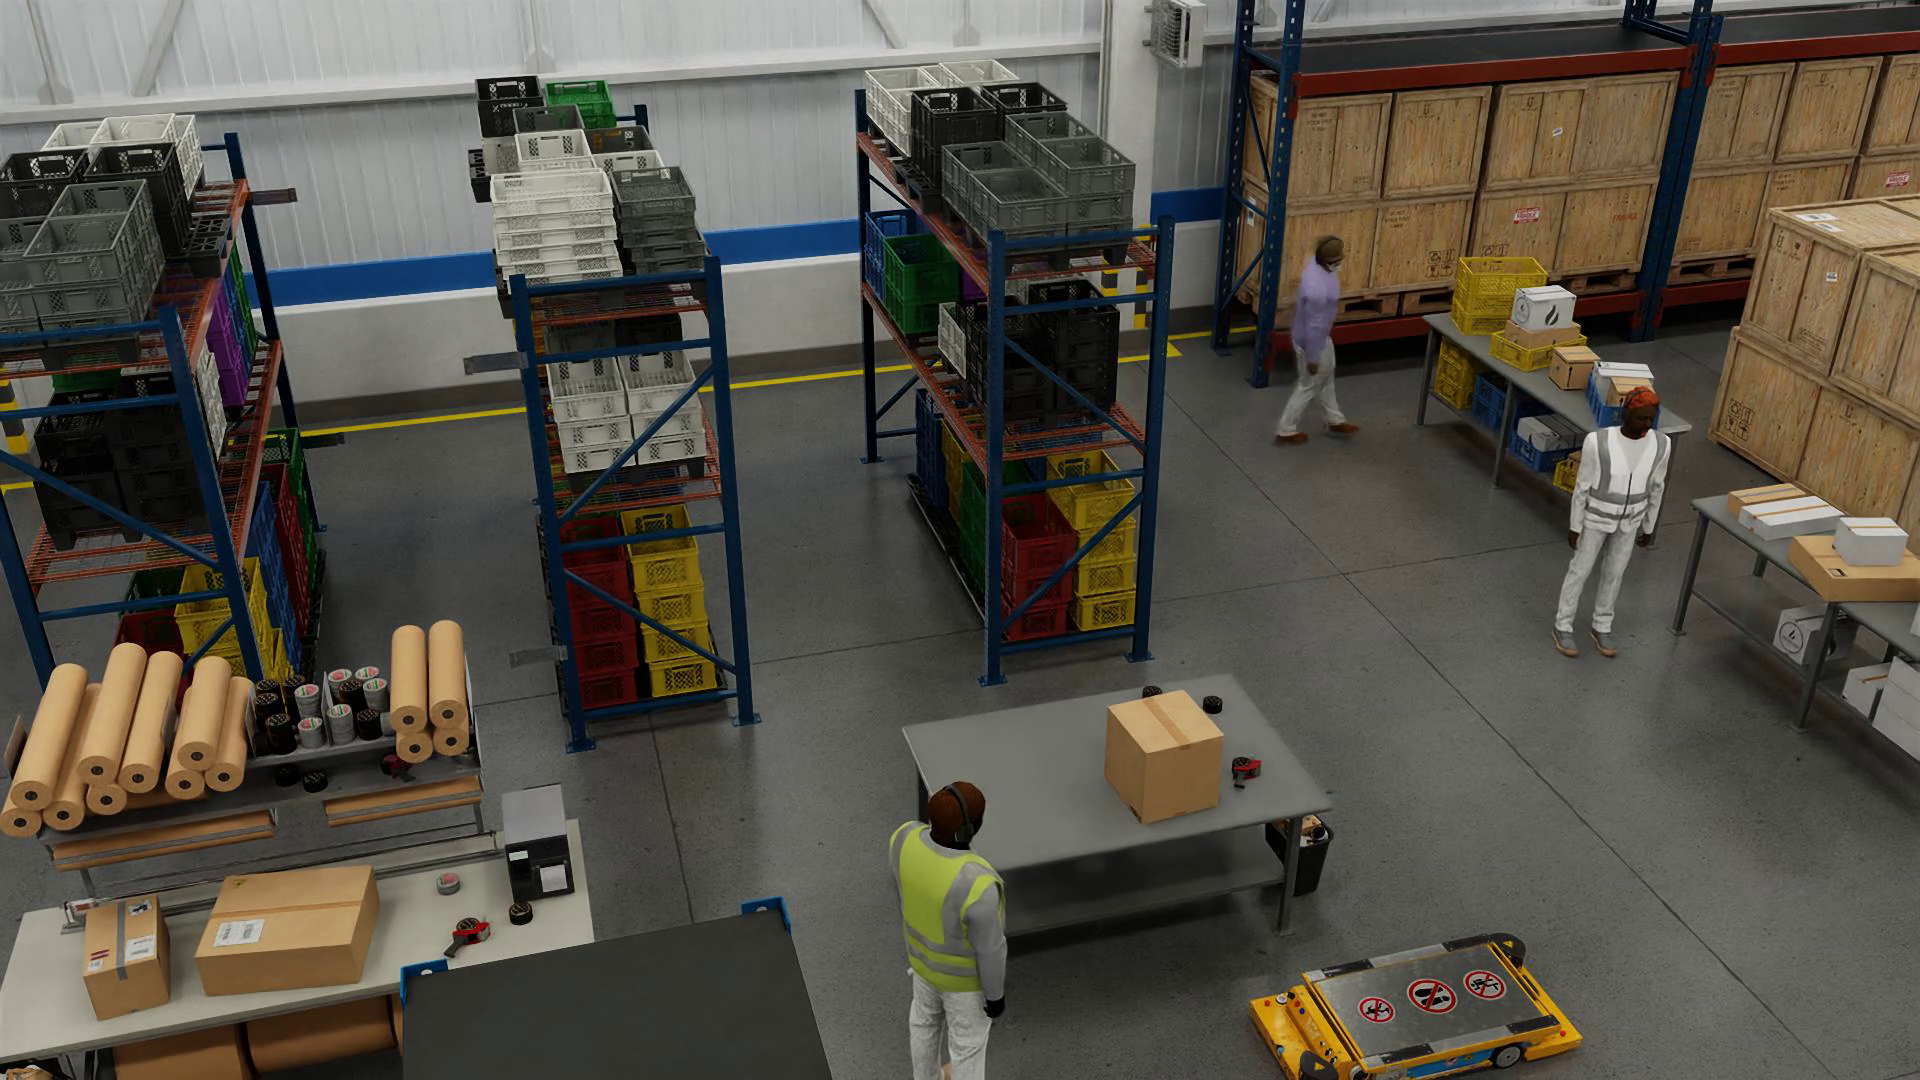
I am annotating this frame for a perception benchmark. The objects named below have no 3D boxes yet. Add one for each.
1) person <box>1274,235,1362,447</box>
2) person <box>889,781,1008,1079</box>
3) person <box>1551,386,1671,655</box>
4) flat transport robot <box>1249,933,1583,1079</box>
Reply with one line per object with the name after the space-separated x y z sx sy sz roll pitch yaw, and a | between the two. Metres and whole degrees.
2.950 -1.582 13.362 0.721 1.875 0.704 4 29 8 | person
-0.016 1.814 7.214 0.429 1.843 0.629 -24 37 -36 | person
4.193 -0.114 10.693 0.579 1.878 0.359 -1 29 -3 | person
2.184 2.282 7.980 1.431 0.197 0.652 -8 30 -14 | flat transport robot
